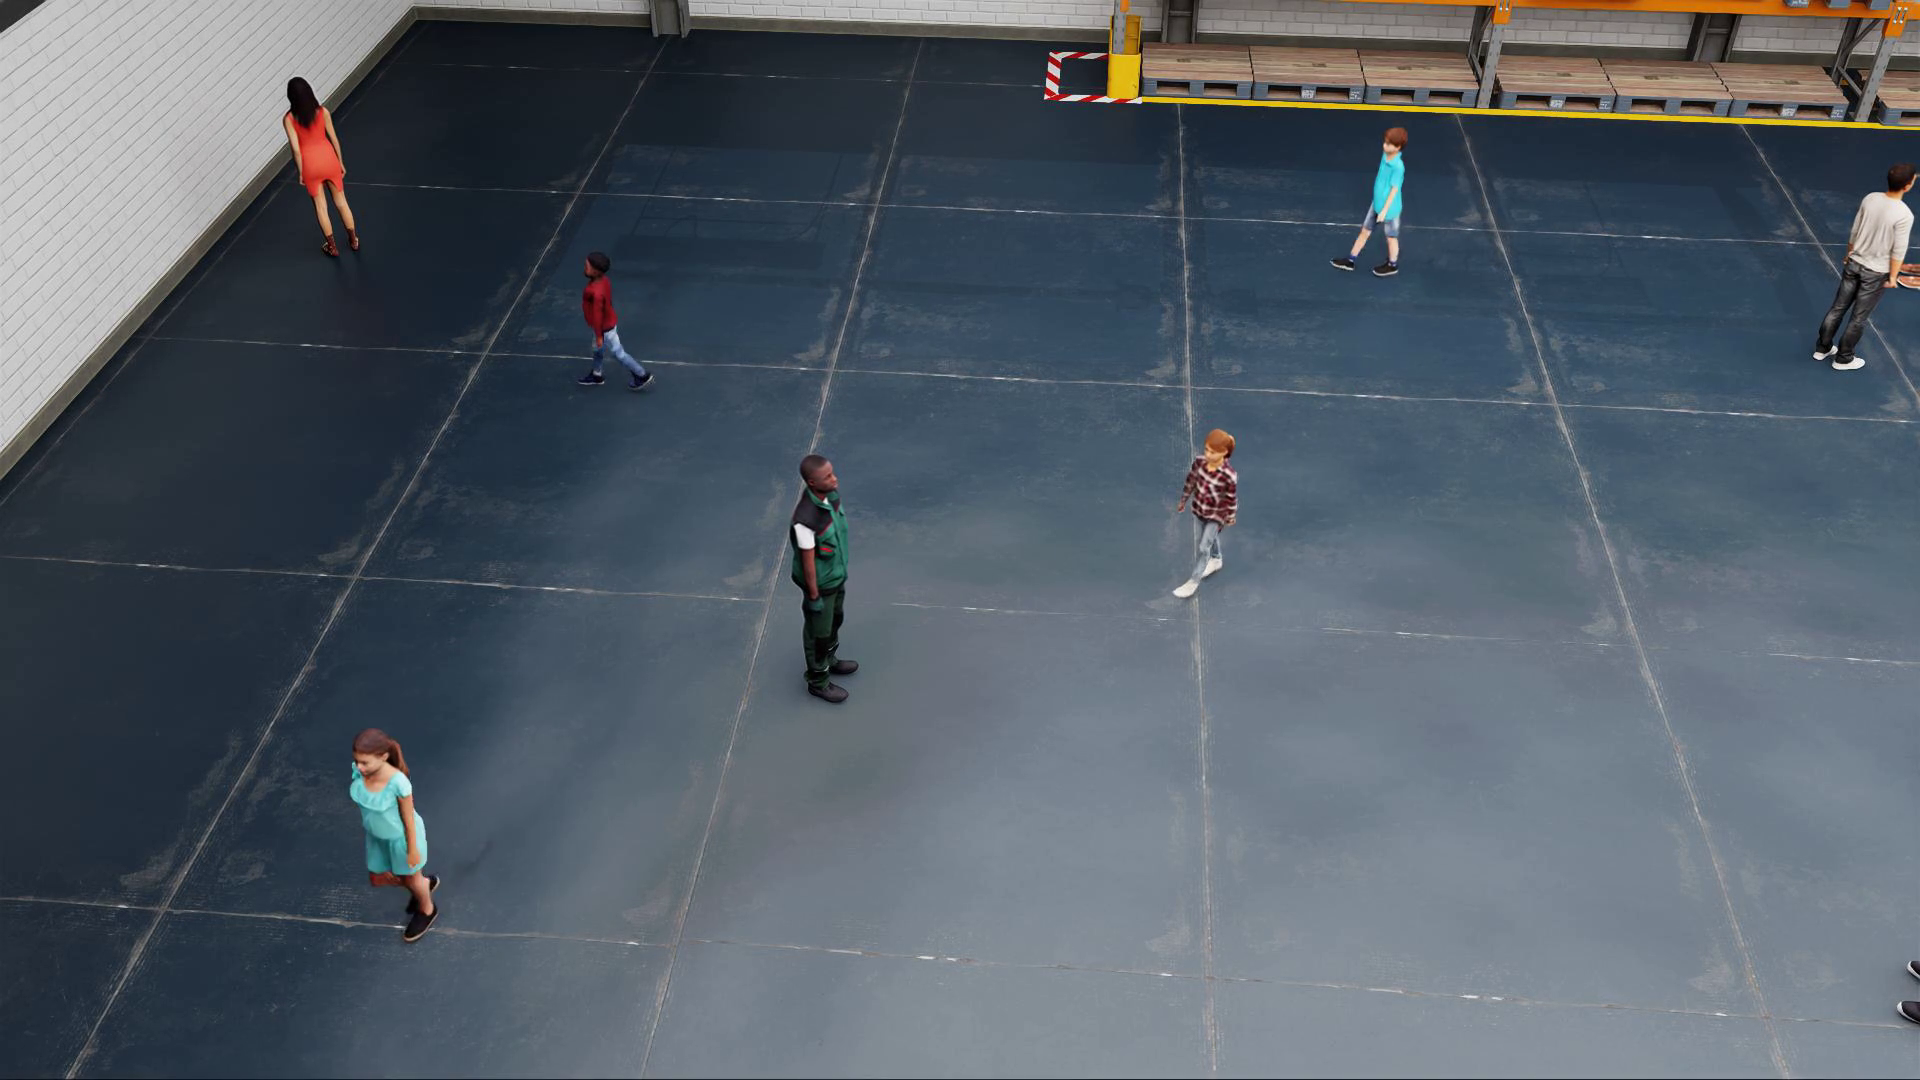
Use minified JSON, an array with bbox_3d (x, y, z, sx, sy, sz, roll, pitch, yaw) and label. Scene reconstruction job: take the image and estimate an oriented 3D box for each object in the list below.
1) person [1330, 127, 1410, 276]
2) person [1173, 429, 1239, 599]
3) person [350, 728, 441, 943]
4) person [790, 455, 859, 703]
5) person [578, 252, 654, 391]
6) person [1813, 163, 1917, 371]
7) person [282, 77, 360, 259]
[{"bbox_3d":[3.887,-3.016,14.882,0.922,1.428,0.707,-8,39,-10],"label":"person"},{"bbox_3d":[1.784,-0.250,11.535,0.891,1.283,0.818,-25,45,-28],"label":"person"},{"bbox_3d":[-3.030,1.549,9.067,0.647,1.552,0.717,20,43,23],"label":"person"},{"bbox_3d":[-0.875,0.217,10.505,0.622,1.839,0.709,7,39,9],"label":"person"},{"bbox_3d":[-2.816,-1.752,13.450,0.879,1.239,0.571,-2,39,-2],"label":"person"},{"bbox_3d":[7.425,-2.237,13.599,0.733,1.812,0.730,-17,42,-20],"label":"person"},{"bbox_3d":[-5.819,-3.389,15.117,0.653,1.718,0.734,-22,44,-25],"label":"person"}]
